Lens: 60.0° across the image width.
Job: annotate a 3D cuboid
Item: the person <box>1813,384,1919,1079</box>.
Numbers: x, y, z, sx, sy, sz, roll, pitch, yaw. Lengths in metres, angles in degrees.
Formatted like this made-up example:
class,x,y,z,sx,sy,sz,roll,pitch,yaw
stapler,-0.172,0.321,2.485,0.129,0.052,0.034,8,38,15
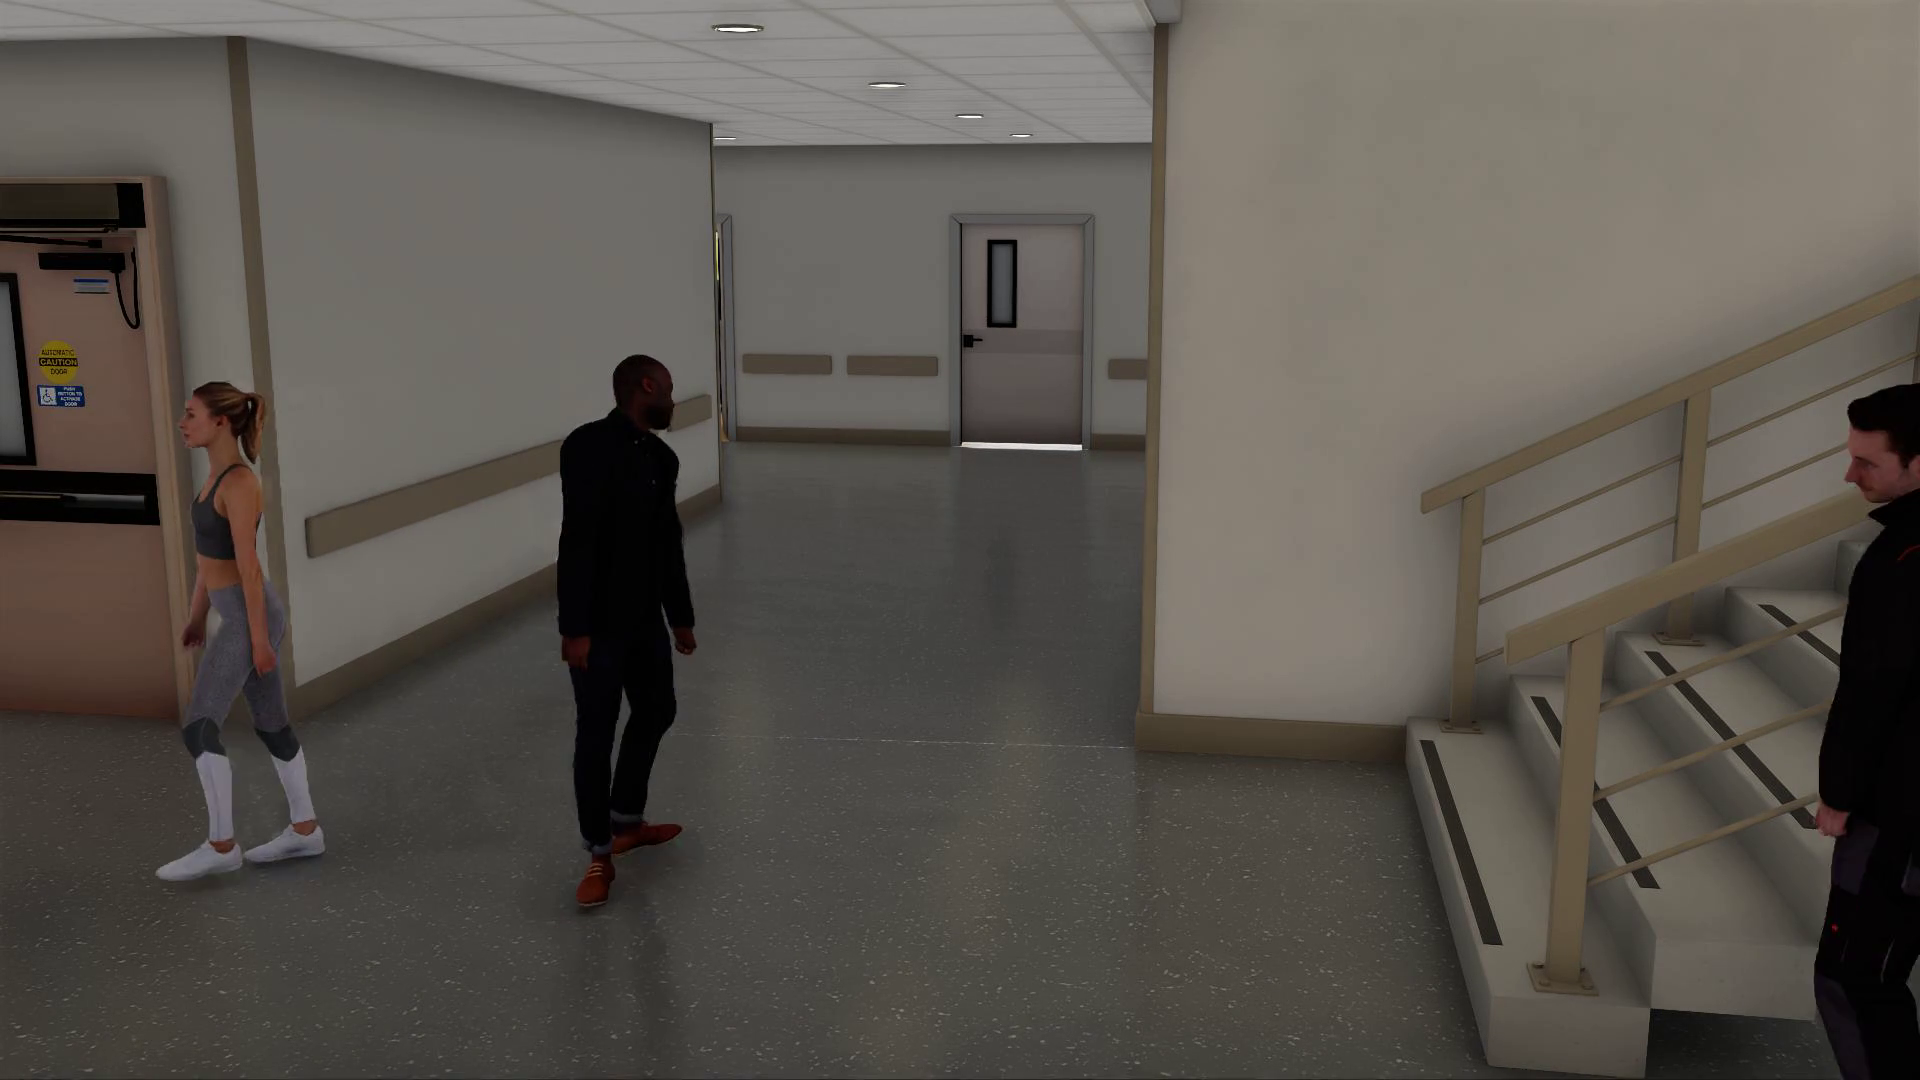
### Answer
class,x,y,z,sx,sy,sz,roll,pitch,yaw
person,2.253,0.583,3.747,0.804,1.876,1.008,-1,11,-8

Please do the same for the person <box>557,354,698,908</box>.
class,x,y,z,sx,sy,sz,roll,pitch,yaw
person,-1.182,0.292,5.517,0.722,1.787,0.882,9,14,40

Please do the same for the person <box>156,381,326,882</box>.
class,x,y,z,sx,sy,sz,roll,pitch,yaw
person,-2.369,0.303,5.730,0.883,1.687,0.792,-5,12,-23
